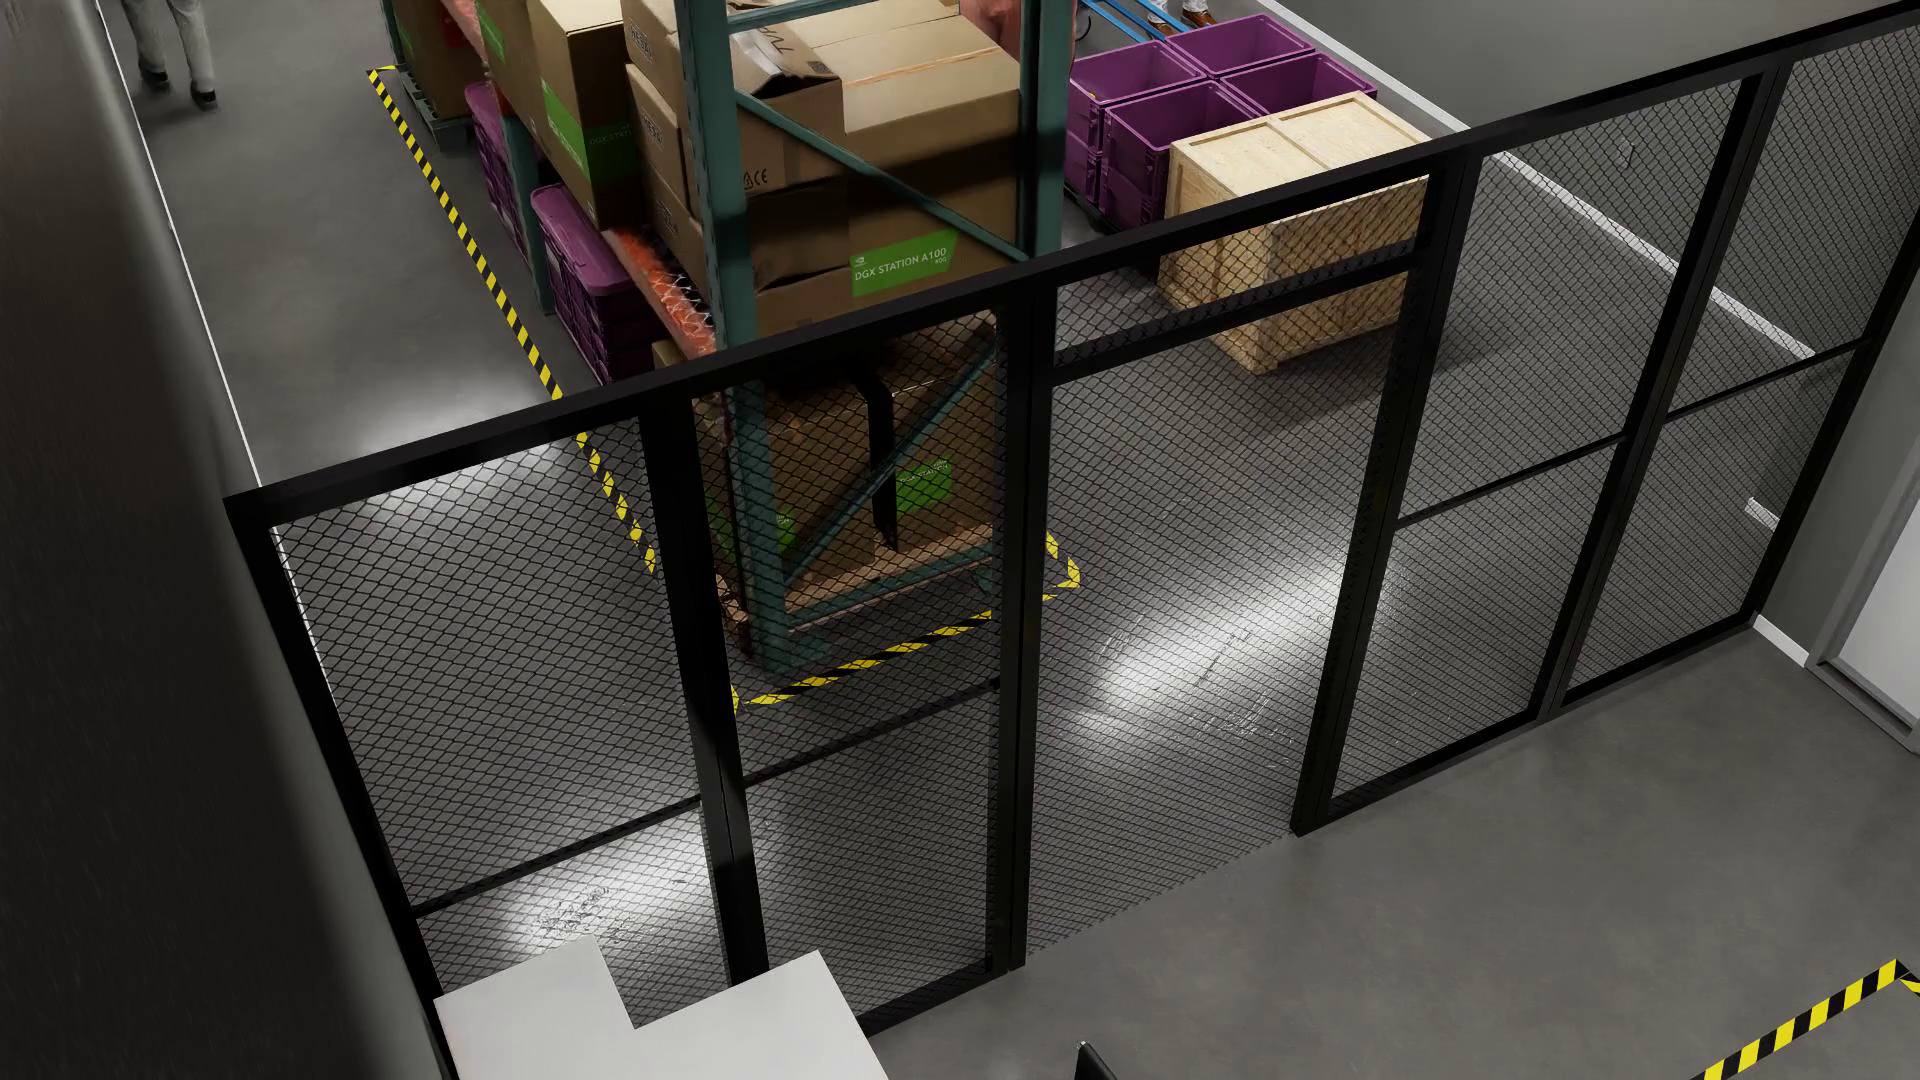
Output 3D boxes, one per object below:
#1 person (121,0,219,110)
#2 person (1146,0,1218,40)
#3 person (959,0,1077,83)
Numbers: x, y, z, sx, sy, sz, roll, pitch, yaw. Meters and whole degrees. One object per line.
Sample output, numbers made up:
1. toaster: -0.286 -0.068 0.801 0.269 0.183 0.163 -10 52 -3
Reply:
1. person: -4.192 -3.137 8.473 0.630 1.803 0.771 -26 48 -25
2. person: 1.281 -3.629 8.915 0.627 1.940 0.372 -21 47 -22
3. person: 0.212 -1.817 6.892 0.626 1.992 0.387 -32 51 -30
